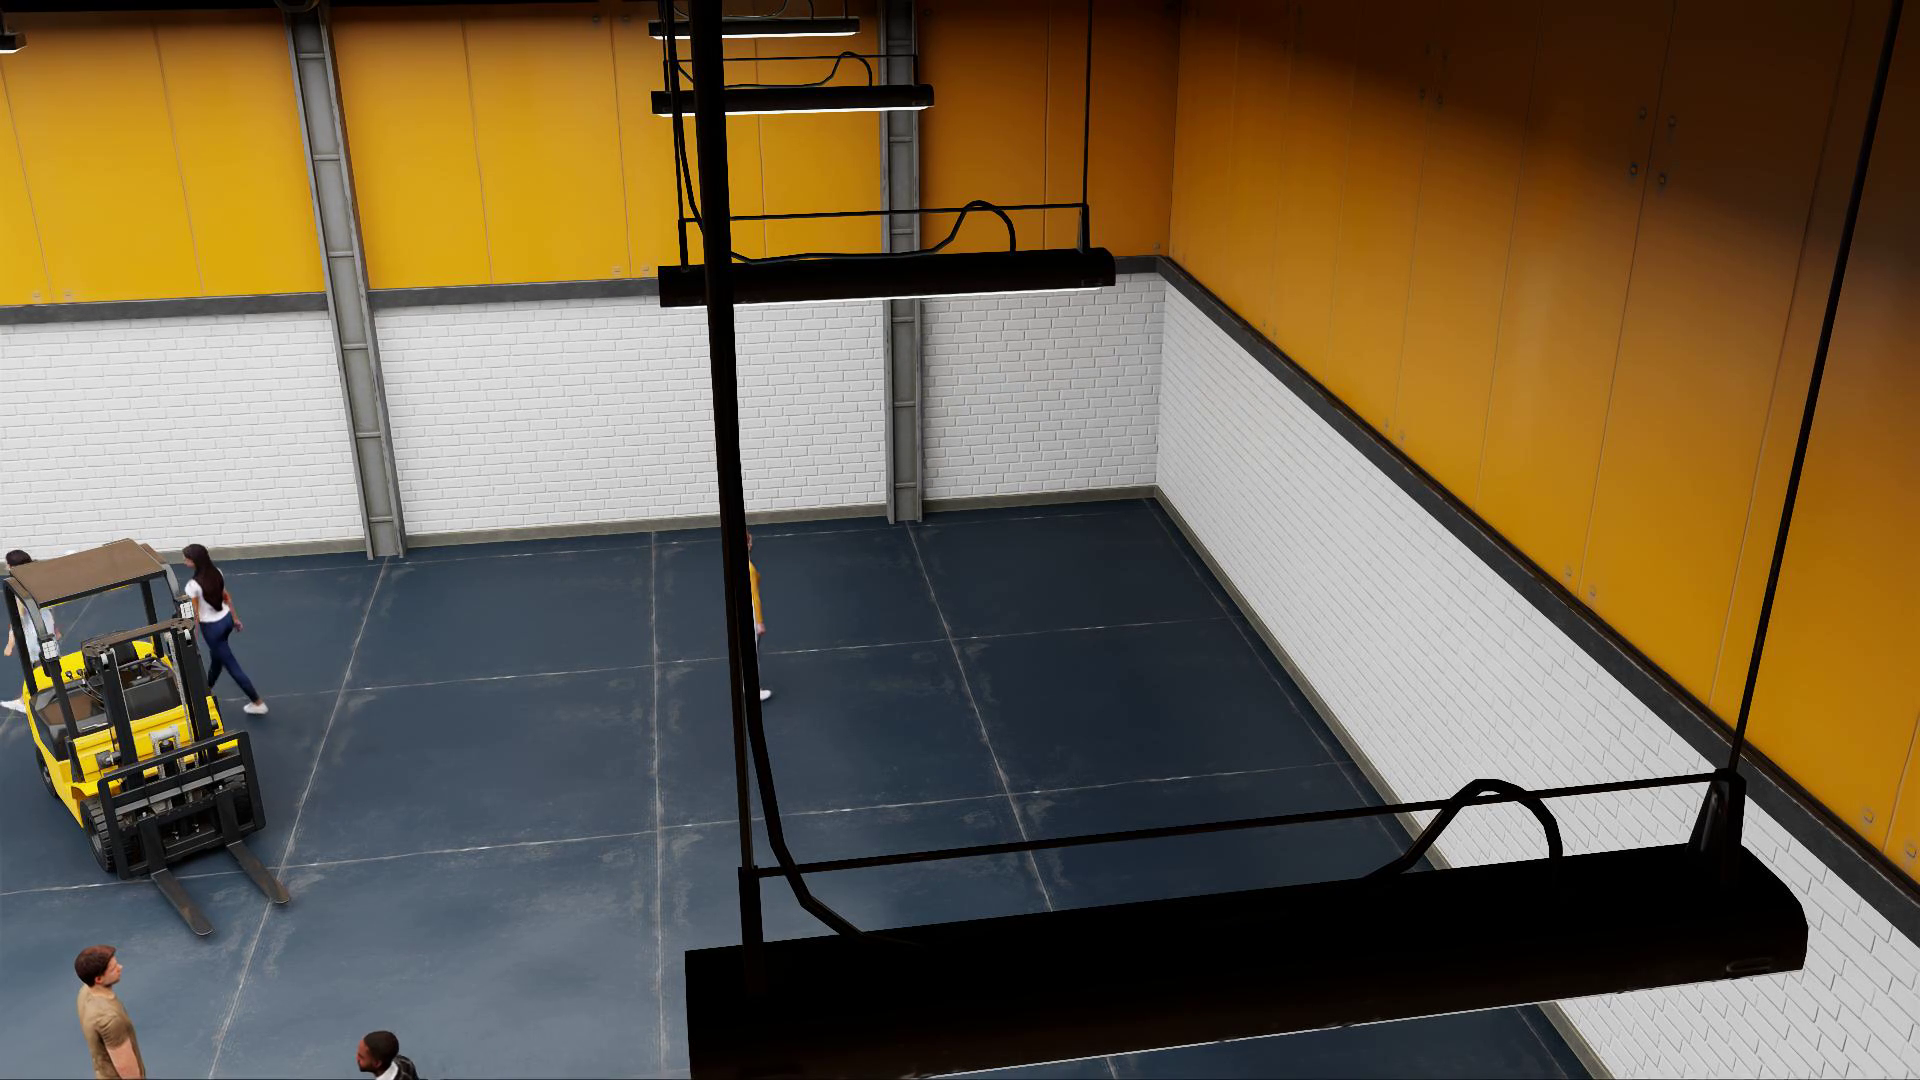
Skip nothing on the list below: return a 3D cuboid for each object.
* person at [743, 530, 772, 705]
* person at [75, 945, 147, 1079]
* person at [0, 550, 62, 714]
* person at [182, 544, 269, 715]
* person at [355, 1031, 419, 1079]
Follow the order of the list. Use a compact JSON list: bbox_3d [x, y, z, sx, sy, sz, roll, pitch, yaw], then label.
[{"bbox_3d":[-2.026,0.717,15.643,0.679,1.748,0.664,-18,30,-36],"label":"person"},{"bbox_3d":[-4.978,3.188,9.863,0.741,1.851,0.749,-18,30,-36],"label":"person"},{"bbox_3d":[-8.358,0.900,15.291,1.020,1.696,0.586,-4,24,-9],"label":"person"},{"bbox_3d":[-6.764,0.867,15.329,1.224,1.725,0.946,7,24,15],"label":"person"},{"bbox_3d":[-2.971,3.472,9.274,0.672,1.801,0.669,-4,24,-10],"label":"person"}]
